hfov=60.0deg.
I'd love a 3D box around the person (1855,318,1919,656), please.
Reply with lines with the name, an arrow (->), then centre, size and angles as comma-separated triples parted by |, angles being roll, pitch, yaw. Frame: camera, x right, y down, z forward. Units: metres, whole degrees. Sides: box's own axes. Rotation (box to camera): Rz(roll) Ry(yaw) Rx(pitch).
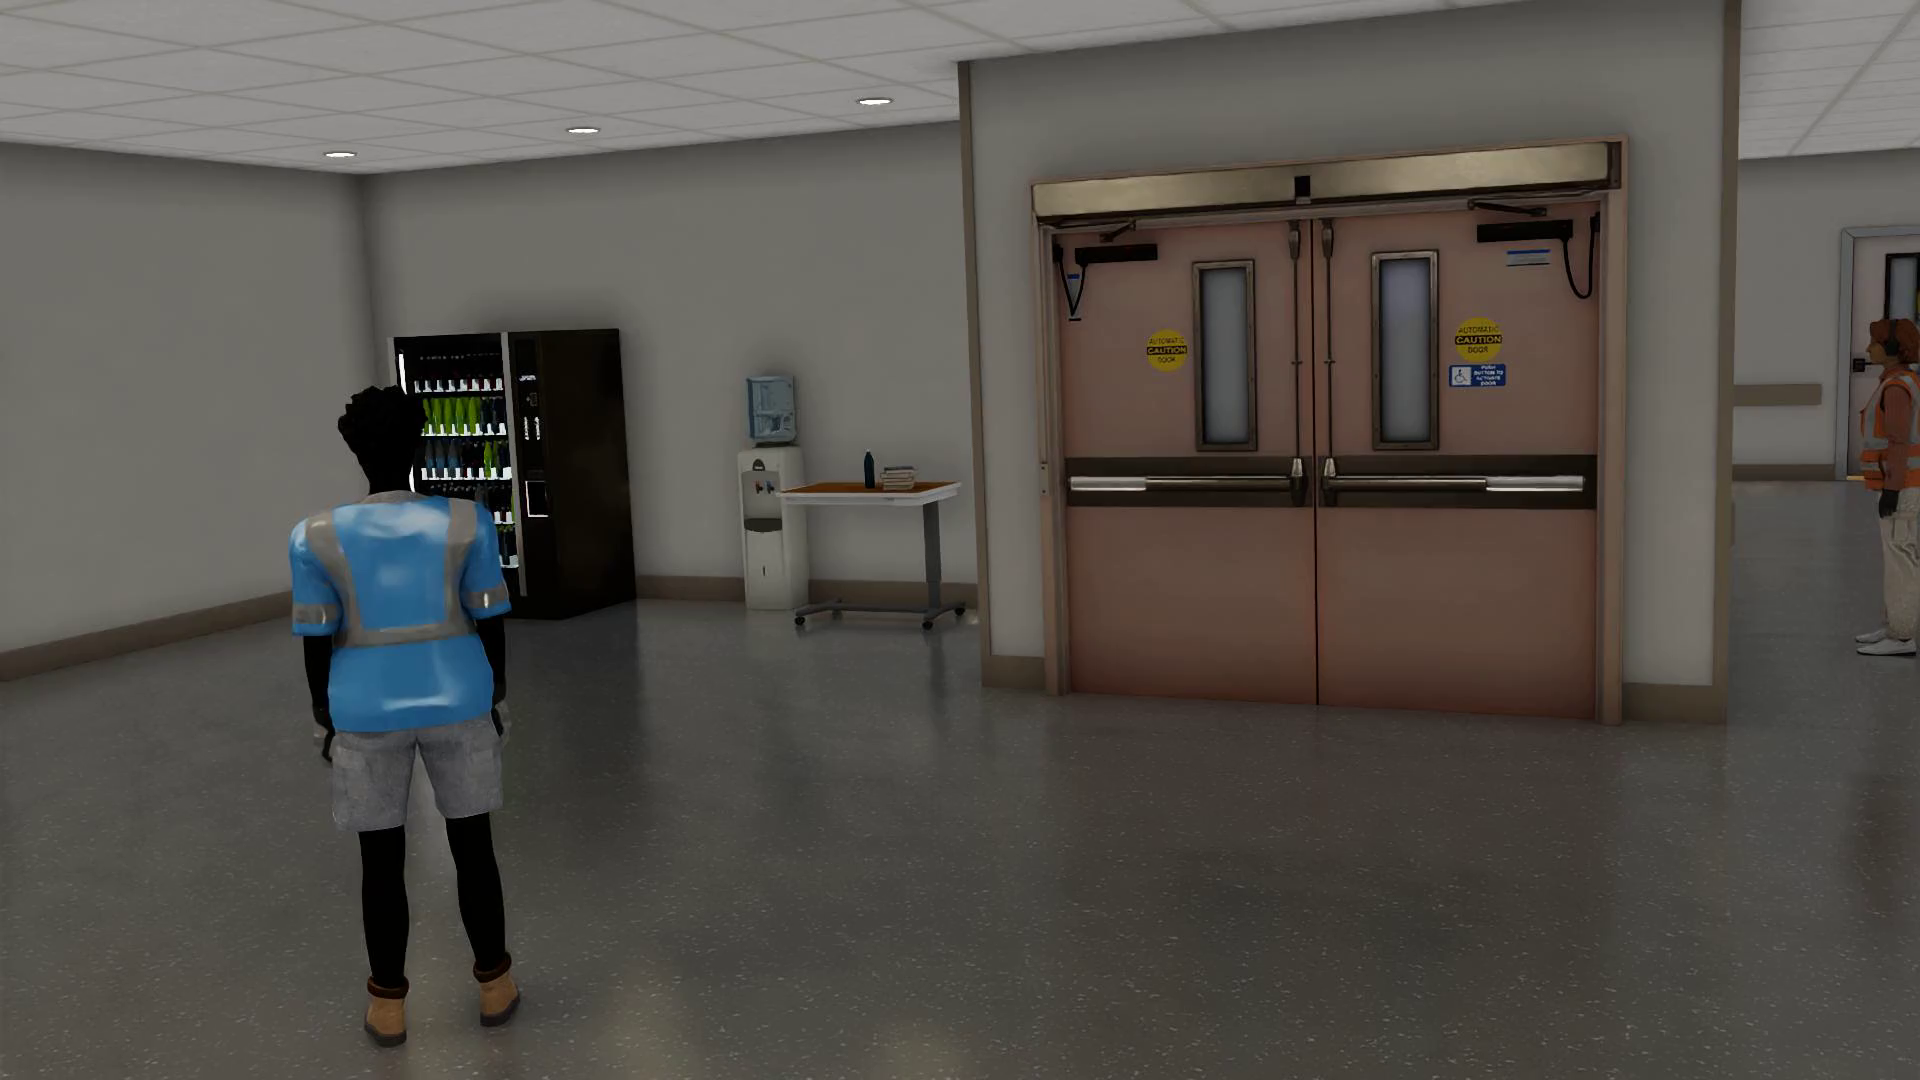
person -> 4.532, -0.256, 8.074 | 0.314, 1.641, 0.515 | 2, 9, 31

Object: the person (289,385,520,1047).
person -> -1.411, 0.450, 4.284 | 0.532, 1.693, 0.319 | -5, 8, -20
